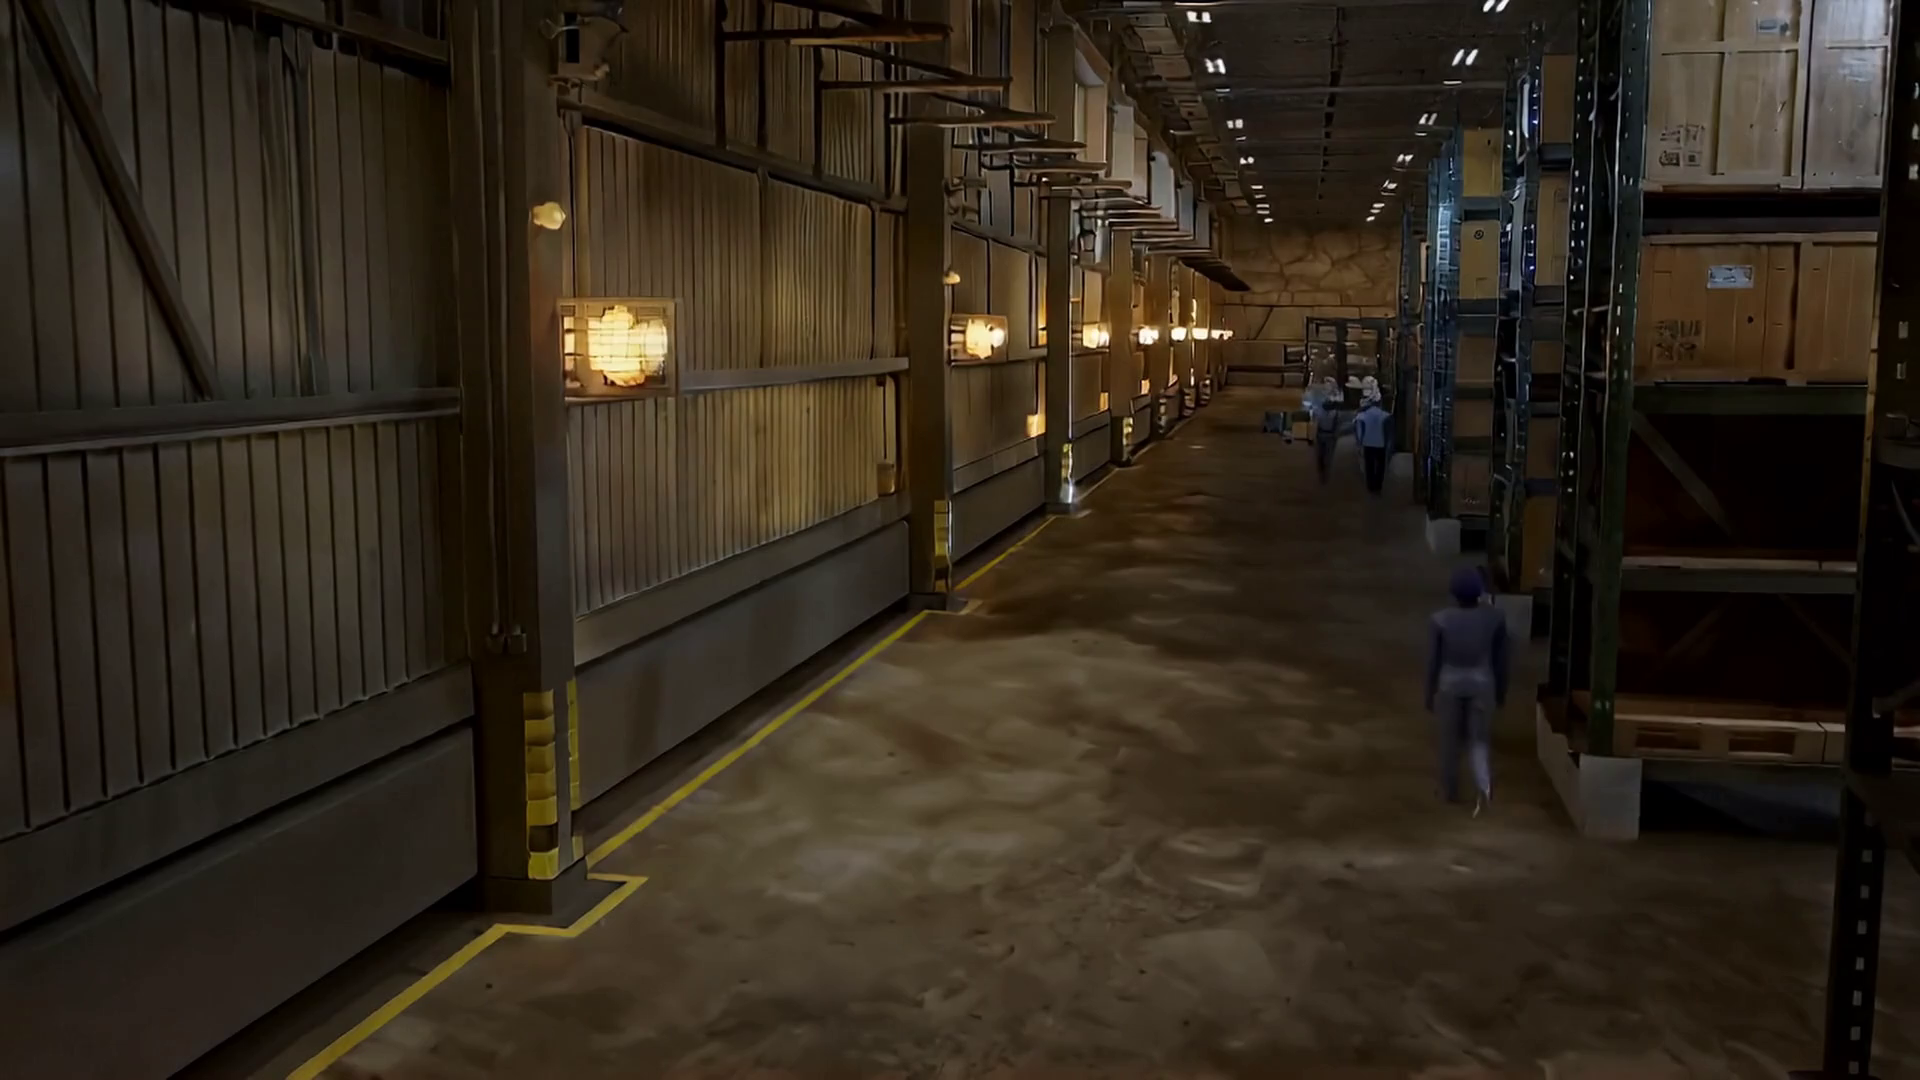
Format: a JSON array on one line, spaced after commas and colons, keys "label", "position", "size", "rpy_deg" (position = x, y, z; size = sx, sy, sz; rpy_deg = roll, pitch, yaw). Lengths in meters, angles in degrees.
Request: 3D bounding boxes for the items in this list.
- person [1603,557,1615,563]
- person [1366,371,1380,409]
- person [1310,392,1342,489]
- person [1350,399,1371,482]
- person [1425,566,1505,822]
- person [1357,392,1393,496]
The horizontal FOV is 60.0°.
[{"label": "person", "position": [5.832, 0.381, 14.963], "size": [0.710, 1.715, 0.502], "rpy_deg": [7, 10, 43]}, {"label": "person", "position": [13.556, -4.642, 54.718], "size": [0.404, 1.829, 0.600], "rpy_deg": [7, 10, 43]}, {"label": "person", "position": [7.289, -1.994, 33.111], "size": [0.622, 1.934, 0.638], "rpy_deg": [2, 7, 15]}, {"label": "person", "position": [8.383, -2.069, 34.542], "size": [0.565, 1.718, 0.792], "rpy_deg": [0, 7, 1]}, {"label": "person", "position": [3.242, 0.972, 10.653], "size": [0.507, 1.603, 0.777], "rpy_deg": [1, 7, 6]}, {"label": "person", "position": [7.890, -1.828, 31.649], "size": [0.653, 1.960, 0.890], "rpy_deg": [2, 7, 14]}]
